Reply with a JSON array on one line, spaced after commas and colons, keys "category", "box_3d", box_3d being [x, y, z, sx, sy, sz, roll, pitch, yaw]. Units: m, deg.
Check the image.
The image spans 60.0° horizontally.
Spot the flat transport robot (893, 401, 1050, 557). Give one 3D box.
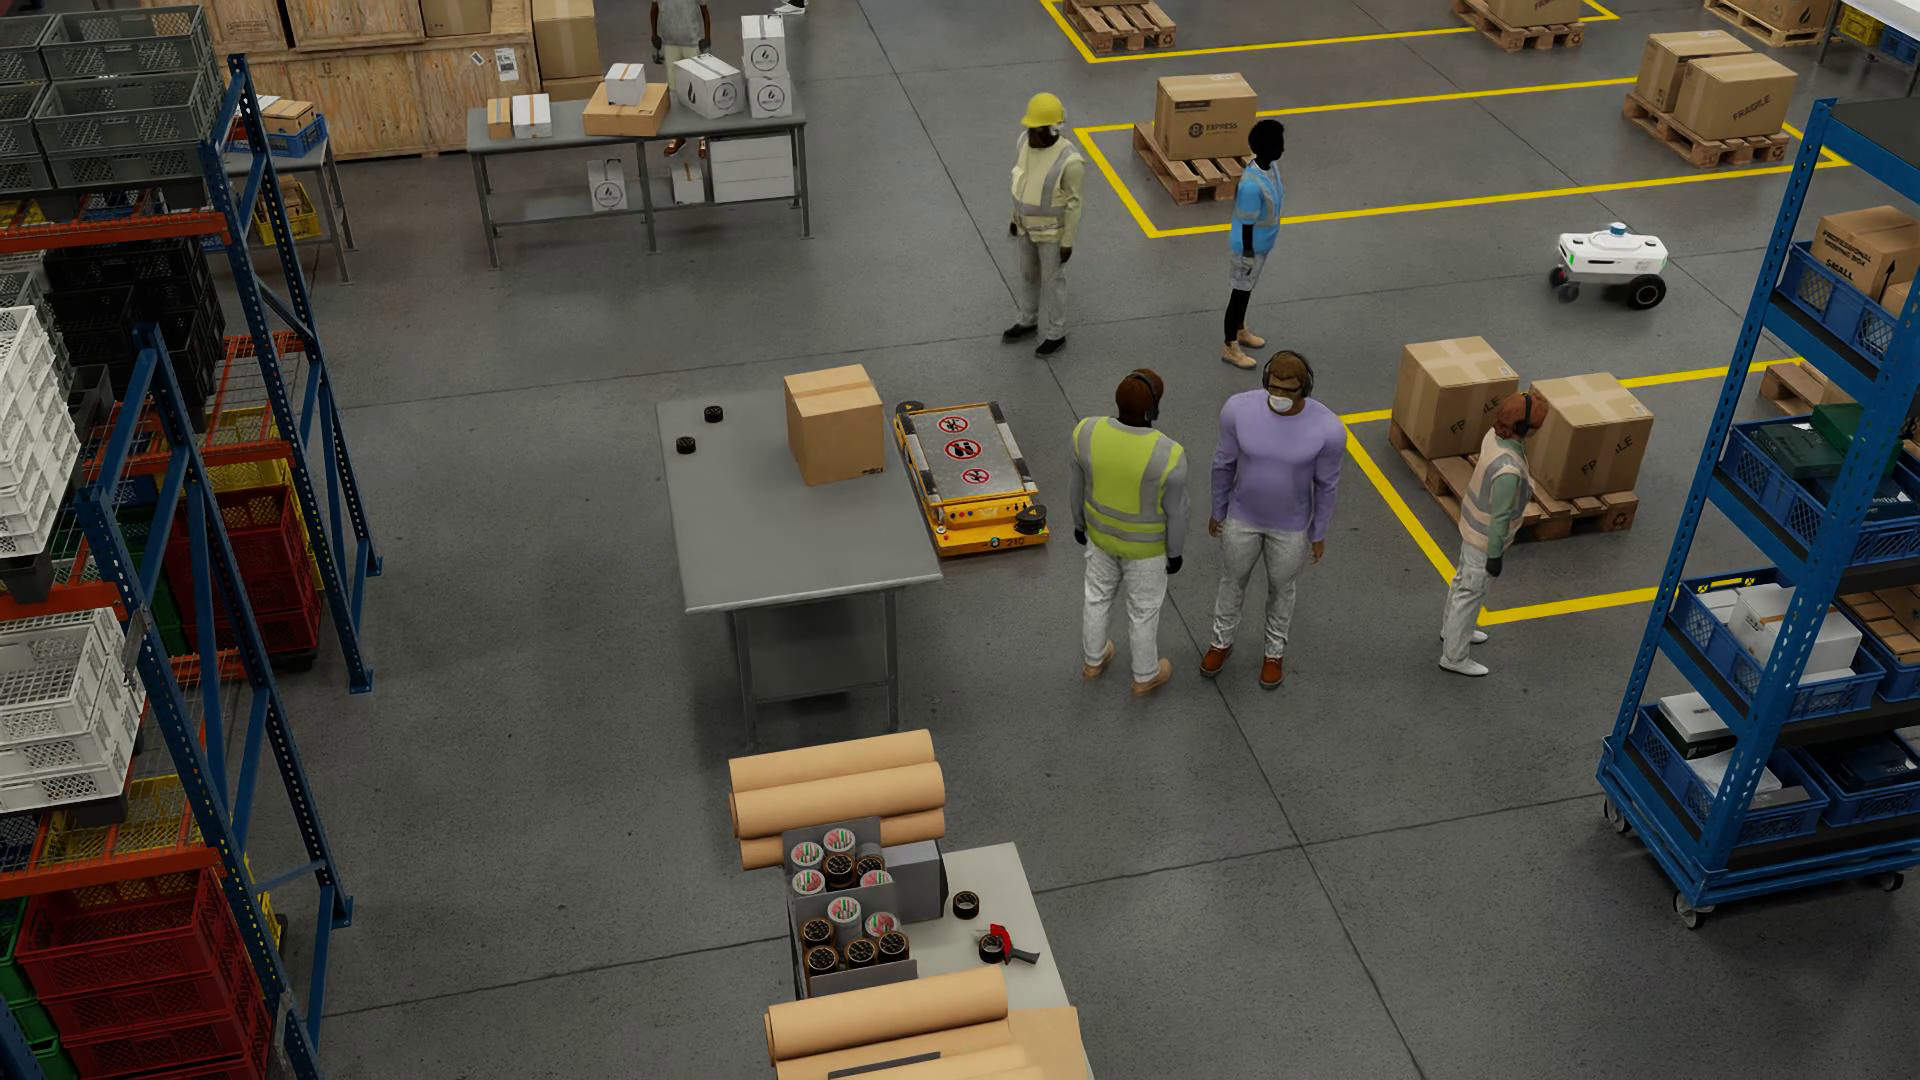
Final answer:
[{"category": "flat transport robot", "box_3d": [0.046, -0.430, 10.108, 0.652, 0.197, 1.431, -8, 37, -10]}]

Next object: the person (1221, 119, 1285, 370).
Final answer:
[{"category": "person", "box_3d": [1.942, -1.961, 10.979, 0.316, 1.697, 0.541, 13, 39, 16]}]

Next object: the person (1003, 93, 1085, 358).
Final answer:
[{"category": "person", "box_3d": [0.536, -2.091, 11.045, 0.404, 1.827, 0.599, -26, 44, -31]}]

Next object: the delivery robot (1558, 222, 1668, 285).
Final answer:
[{"category": "delivery robot", "box_3d": [4.679, -2.045, 11.961, 0.707, 0.478, 0.477, 2, 36, 1]}]

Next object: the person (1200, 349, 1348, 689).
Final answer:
[{"category": "person", "box_3d": [1.536, -0.100, 8.279, 0.628, 1.940, 0.373, 12, 38, 16]}]

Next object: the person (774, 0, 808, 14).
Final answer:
[{"category": "person", "box_3d": [-1.694, -6.221, 16.521, 0.393, 1.919, 0.589, 5, 37, 7]}]

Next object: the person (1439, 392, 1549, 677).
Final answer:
[{"category": "person", "box_3d": [2.683, -0.037, 8.449, 0.312, 1.634, 0.514, 7, 37, 9]}]

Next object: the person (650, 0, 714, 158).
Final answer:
[{"category": "person", "box_3d": [-2.294, -4.069, 13.677, 0.531, 1.860, 0.318, 5, 37, 7]}]

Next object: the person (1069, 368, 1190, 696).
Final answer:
[{"category": "person", "box_3d": [0.842, -0.031, 8.267, 0.621, 1.844, 0.430, 21, 41, 26]}]
